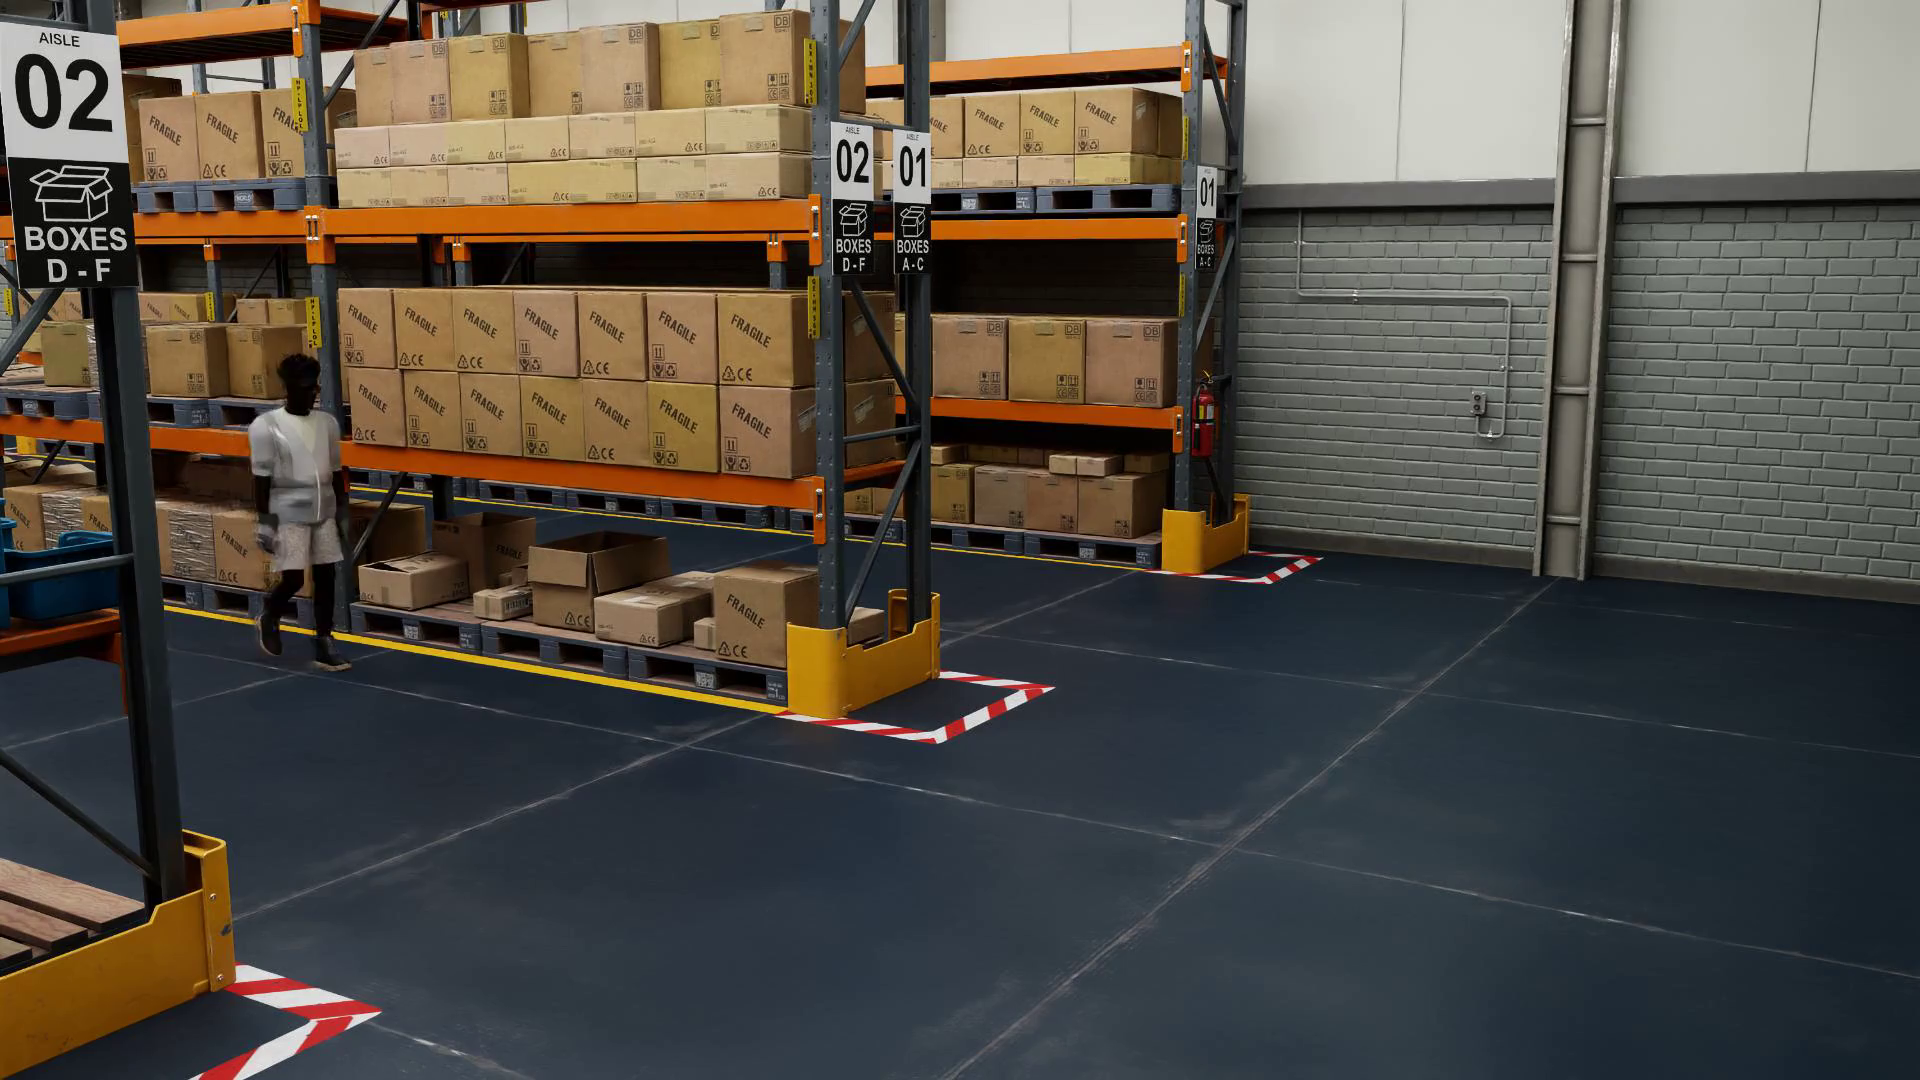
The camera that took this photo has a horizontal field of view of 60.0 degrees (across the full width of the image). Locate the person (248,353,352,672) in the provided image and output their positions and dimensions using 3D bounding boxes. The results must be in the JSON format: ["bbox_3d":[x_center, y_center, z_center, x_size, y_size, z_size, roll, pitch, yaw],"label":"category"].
[{"bbox_3d":[-4.030,-0.165,10.145,0.610,1.951,0.634,6,12,33],"label":"person"}]
